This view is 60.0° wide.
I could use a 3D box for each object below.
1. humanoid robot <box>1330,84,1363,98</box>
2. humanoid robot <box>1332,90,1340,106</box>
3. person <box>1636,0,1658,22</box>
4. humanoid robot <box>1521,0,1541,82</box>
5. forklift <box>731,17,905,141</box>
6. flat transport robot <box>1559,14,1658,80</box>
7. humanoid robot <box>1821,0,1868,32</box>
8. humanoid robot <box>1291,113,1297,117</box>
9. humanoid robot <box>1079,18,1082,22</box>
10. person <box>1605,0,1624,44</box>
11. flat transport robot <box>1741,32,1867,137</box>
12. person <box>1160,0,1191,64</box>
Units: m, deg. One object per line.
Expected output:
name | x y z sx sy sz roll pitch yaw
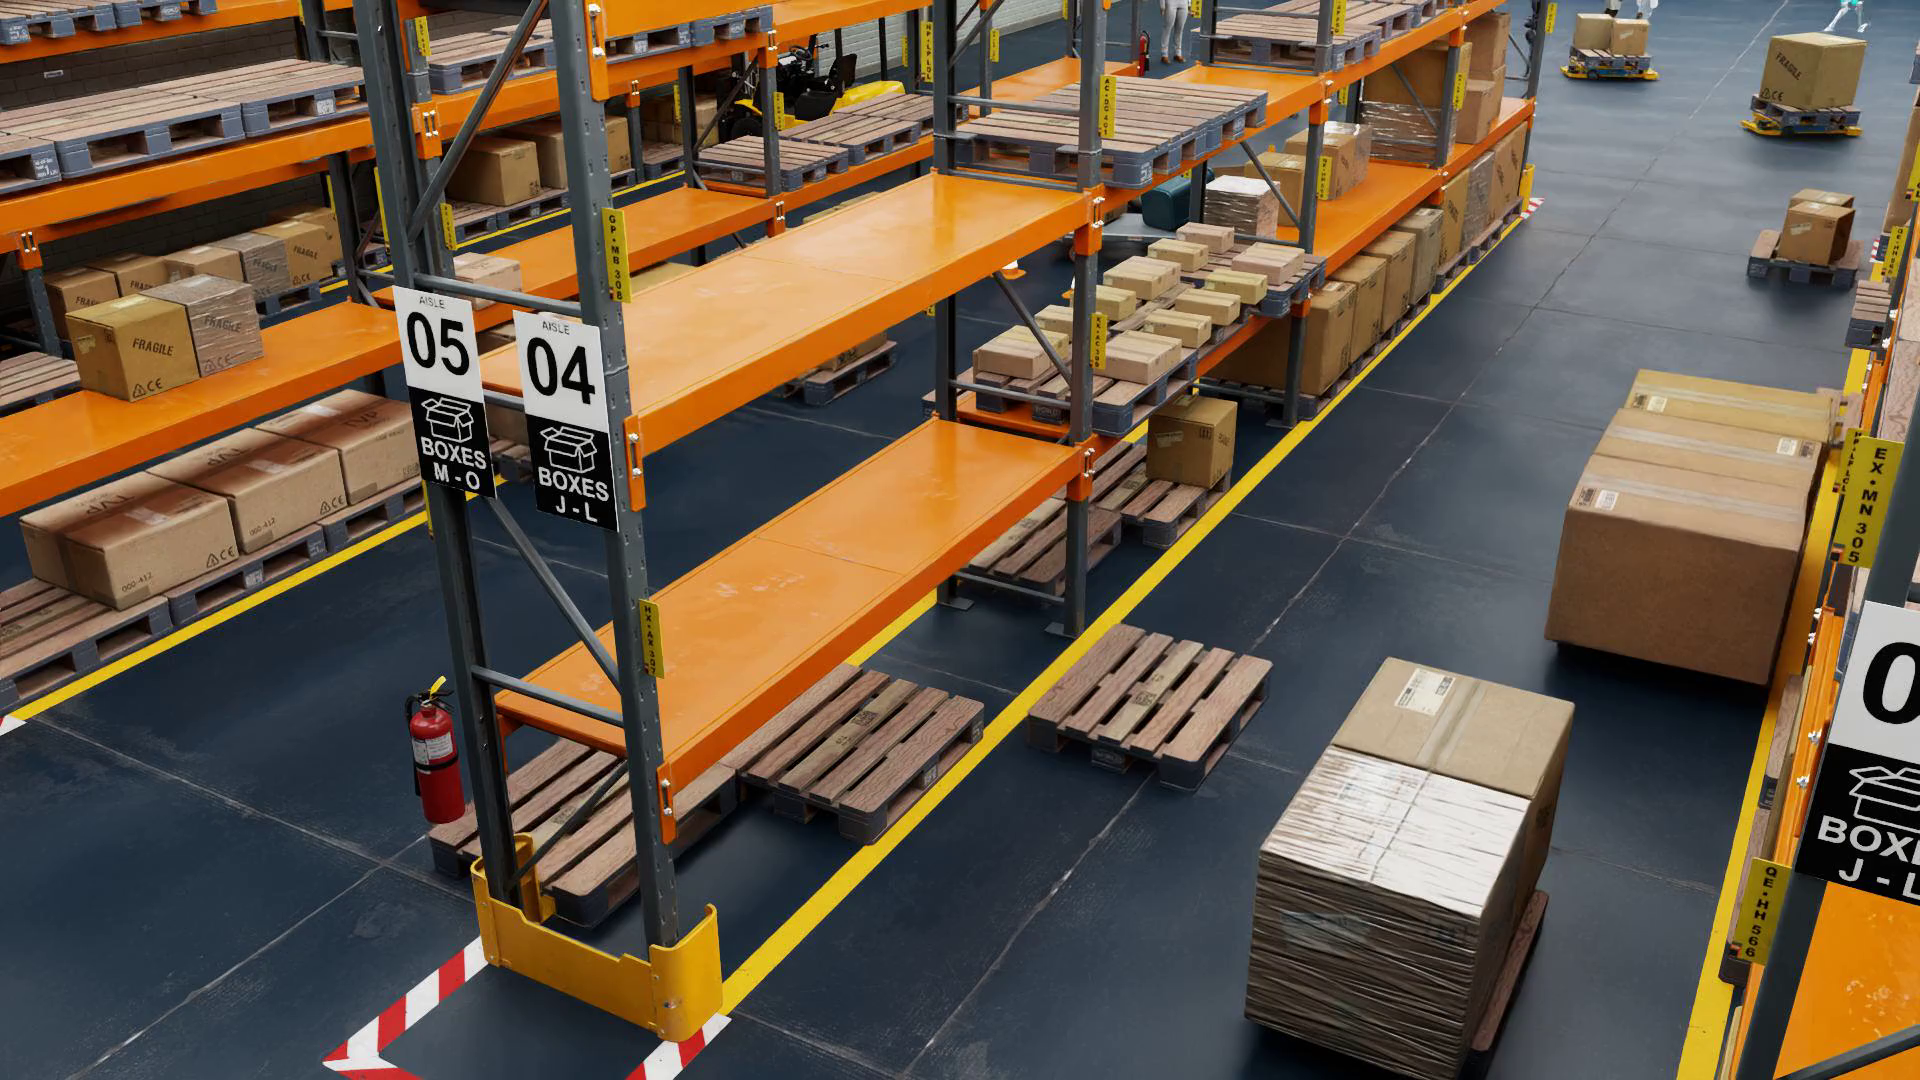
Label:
humanoid robot | 6.019 -7.665 25.639 0.918 1.803 0.531 5 26 11
humanoid robot | 5.603 -7.287 24.910 0.599 1.630 0.775 17 30 31
person | 11.616 -9.031 28.207 0.392 1.919 0.592 11 28 22
humanoid robot | 9.327 -8.287 26.941 0.313 1.644 0.608 15 29 28
forklift | -1.819 -5.975 21.543 2.313 2.155 1.214 14 29 26
flat transport robot | 10.736 -7.790 27.529 1.431 0.231 0.659 2 26 5
humanoid robot | 16.914 -10.498 31.532 0.946 1.805 0.552 2 26 4
humanoid robot | 4.742 -6.971 24.207 0.553 1.644 0.591 0 26 0
humanoid robot | 2.527 -10.808 32.183 1.043 1.795 0.530 -22 33 -38
person | 11.874 -9.948 30.065 0.370 1.959 0.600 2 26 3
flat transport robot | 11.941 -5.893 23.586 1.431 0.231 0.659 0 26 0
person | 3.688 -9.143 28.418 0.634 1.937 0.356 -11 28 -22
